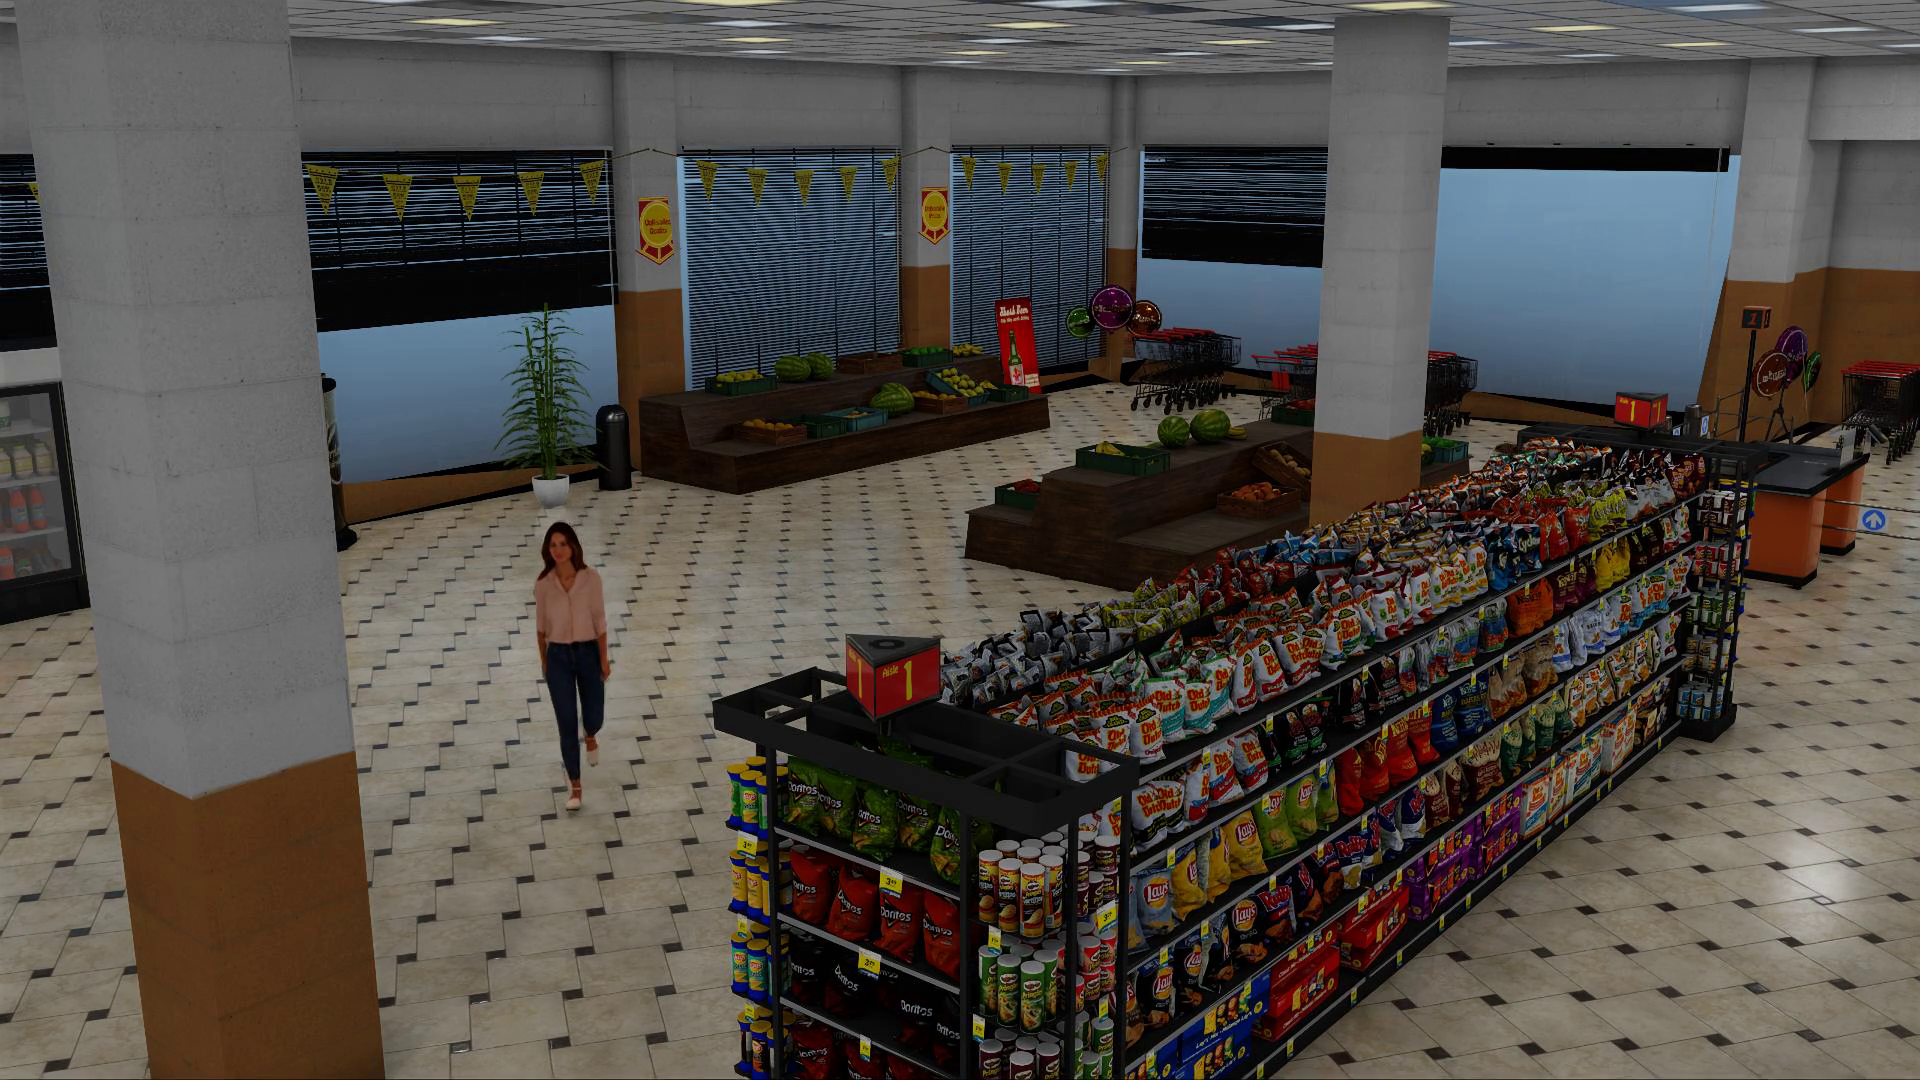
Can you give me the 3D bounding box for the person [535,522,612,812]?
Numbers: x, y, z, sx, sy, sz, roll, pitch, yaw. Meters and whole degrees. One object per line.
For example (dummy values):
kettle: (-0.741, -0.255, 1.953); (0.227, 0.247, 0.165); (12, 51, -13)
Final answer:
person: (-2.374, 0.744, 10.295); (0.992, 1.772, 1.015); (-2, 14, -9)
